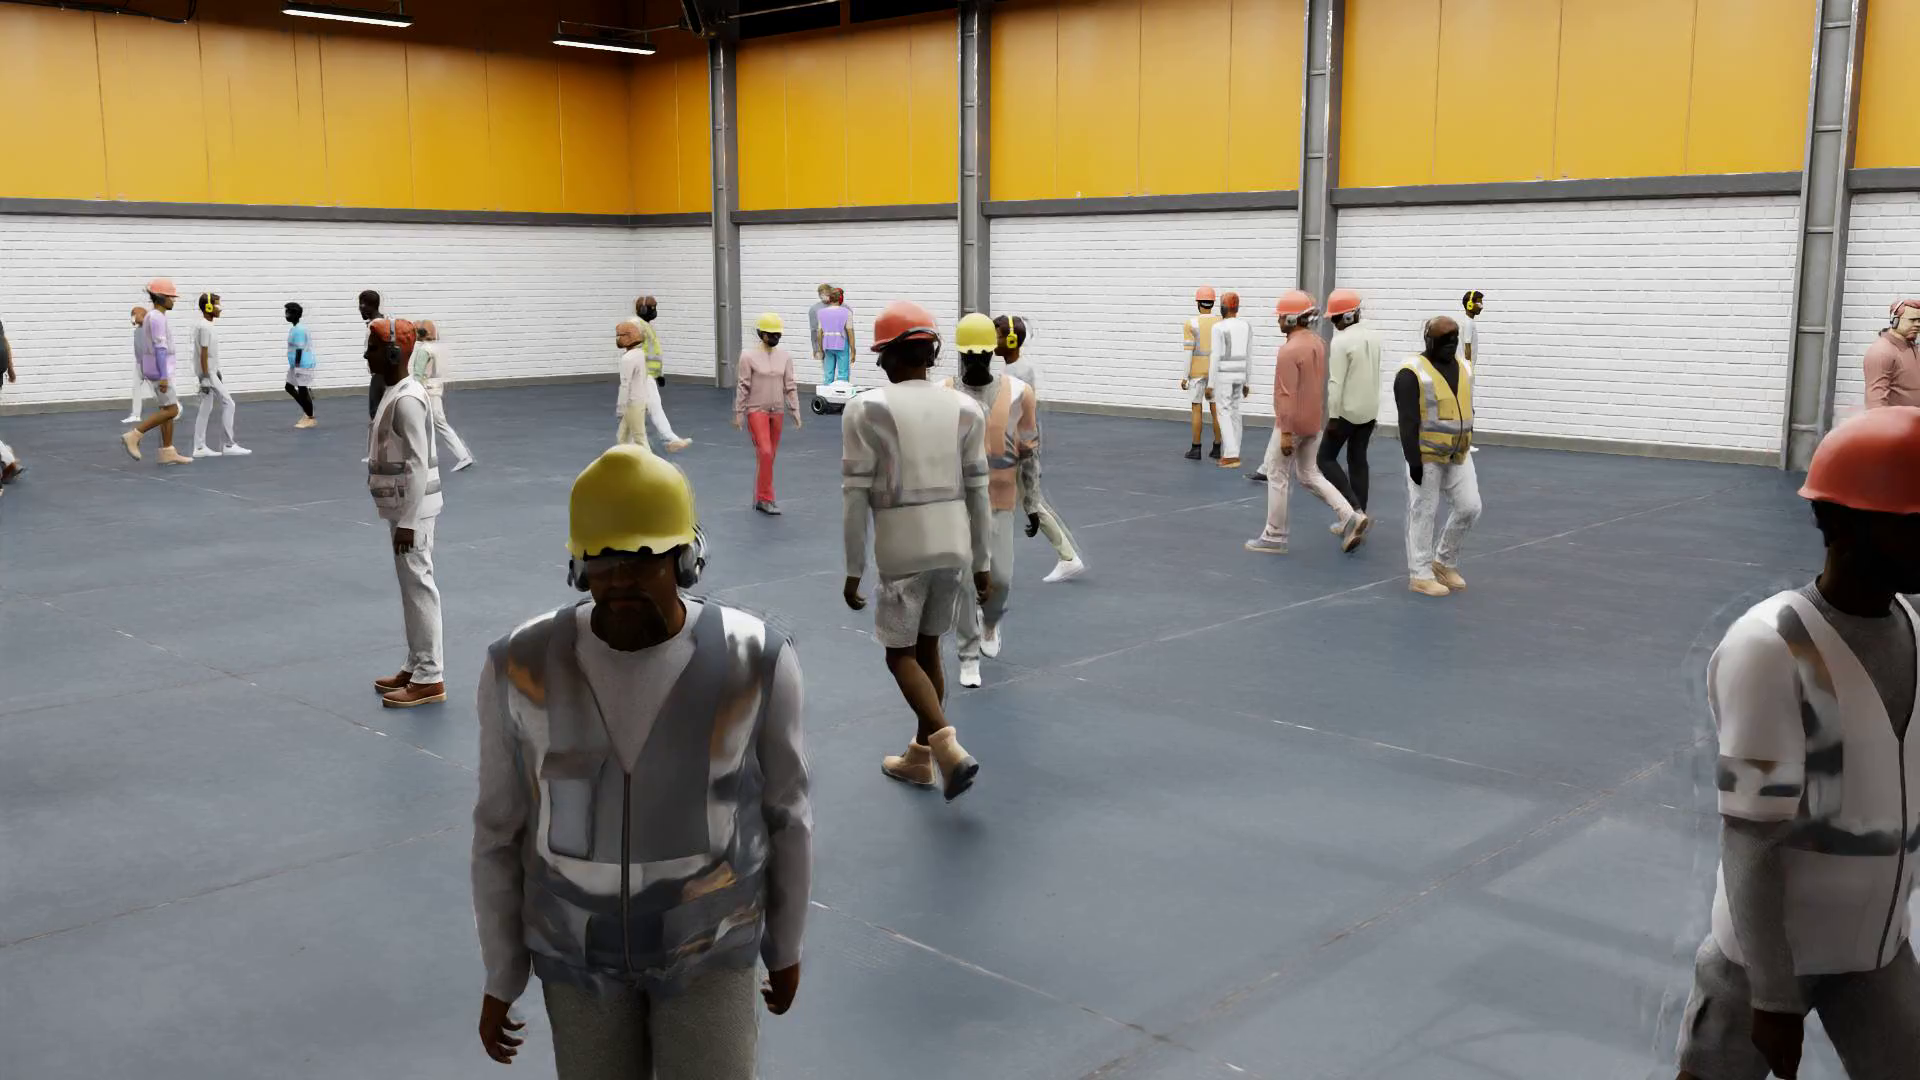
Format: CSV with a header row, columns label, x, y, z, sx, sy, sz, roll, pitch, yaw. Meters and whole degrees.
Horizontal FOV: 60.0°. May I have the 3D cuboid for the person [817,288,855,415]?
label,x,y,z,sx,sy,sz,roll,pitch,yaw
person,-1.800,-2.740,24.203,0.564,1.847,0.388,4,10,21

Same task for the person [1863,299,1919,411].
label,x,y,z,sx,sy,sz,roll,pitch,yaw
person,6.710,-0.769,11.950,0.643,1.905,0.400,-9,13,-42

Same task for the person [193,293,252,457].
label,x,y,z,sx,sy,sz,roll,pitch,yaw
person,-8.356,-1.855,18.780,0.756,1.841,0.559,-5,10,-27

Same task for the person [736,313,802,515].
label,x,y,z,sx,sy,sz,roll,pitch,yaw
person,-1.605,-1.077,14.319,0.545,1.735,0.727,-8,12,-39

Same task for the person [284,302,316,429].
label,x,y,z,sx,sy,sz,roll,pitch,yaw
person,-8.754,-2.306,22.008,0.372,1.681,0.546,-5,10,-27

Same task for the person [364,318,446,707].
label,x,y,z,sx,sy,sz,roll,pitch,yaw
person,-2.709,-0.133,8.112,0.355,1.883,0.572,-4,10,-22

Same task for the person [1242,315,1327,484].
label,x,y,z,sx,sy,sz,roll,pitch,yaw
person,3.289,-1.403,16.206,0.933,1.787,0.586,0,9,-2

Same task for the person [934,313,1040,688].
label,x,y,z,sx,sy,sz,roll,pitch,yaw
person,0.102,-0.215,8.548,0.624,1.900,0.640,0,9,-3

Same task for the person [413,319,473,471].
label,x,y,z,sx,sy,sz,roll,pitch,yaw
person,-5.525,-1.506,17.376,0.842,1.601,0.510,-2,9,-10

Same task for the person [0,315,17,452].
label,x,y,z,sx,sy,sz,roll,pitch,yaw
person,-11.041,-1.985,18.981,0.804,2.000,0.704,3,10,15

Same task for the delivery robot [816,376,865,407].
label,x,y,z,sx,sy,sz,roll,pitch,yaw
delivery robot,-1.737,-2.141,24.198,0.707,0.478,0.477,6,11,32

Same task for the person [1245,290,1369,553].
label,x,y,z,sx,sy,sz,roll,pitch,yaw
person,2.568,-0.853,12.266,0.836,1.972,0.629,7,12,39

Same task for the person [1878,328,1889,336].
label,x,y,z,sx,sy,sz,roll,pitch,yaw
person,7.158,-0.789,12.721,0.420,1.685,0.546,-1,9,-6

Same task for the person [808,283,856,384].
label,x,y,z,sx,sy,sz,roll,pitch,yaw
person,-1.948,-2.938,25.276,0.727,1.903,0.410,-3,10,-16

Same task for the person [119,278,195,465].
label,x,y,z,sx,sy,sz,roll,pitch,yaw
person,-8.634,-1.787,17.824,0.660,2.022,0.630,-5,11,-28

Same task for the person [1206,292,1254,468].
label,x,y,z,sx,sy,sz,roll,pitch,yaw
person,2.886,-1.712,17.819,0.590,1.887,0.400,-7,11,-35

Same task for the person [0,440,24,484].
label,x,y,z,sx,sy,sz,roll,pitch,yaw
person,-9.710,-1.484,16.390,0.967,1.904,0.626,1,9,4

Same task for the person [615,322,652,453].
label,x,y,z,sx,sy,sz,roll,pitch,yaw
person,-3.203,-1.276,15.916,0.652,1.605,0.536,0,9,3

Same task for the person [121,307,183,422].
label,x,y,z,sx,sy,sz,roll,pitch,yaw
person,-11.293,-2.450,23.178,0.509,1.603,0.783,7,11,35

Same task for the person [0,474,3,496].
label,x,y,z,sx,sy,sz,roll,pitch,yaw
person,-9.150,-1.373,15.480,0.368,1.959,0.602,-4,10,-23

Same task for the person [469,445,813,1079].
label,x,y,z,sx,sy,sz,roll,pitch,yaw
person,-0.570,0.732,3.002,0.592,1.819,0.418,0,9,-1

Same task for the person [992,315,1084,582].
label,x,y,z,sx,sy,sz,roll,pitch,yaw
person,0.382,-0.599,11.164,0.979,1.825,0.538,-1,9,-4

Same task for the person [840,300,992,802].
label,x,y,z,sx,sy,sz,roll,pitch,yaw
person,-0.134,0.064,6.553,0.633,2.009,0.770,-5,11,-29

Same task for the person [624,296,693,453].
label,x,y,z,sx,sy,sz,roll,pitch,yaw
person,-3.519,-1.894,19.140,0.927,1.799,0.648,0,9,0

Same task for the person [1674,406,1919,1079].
label,x,y,z,sx,sy,sz,roll,pitch,yaw
person,1.579,0.700,2.998,0.568,1.883,0.985,-4,10,-24

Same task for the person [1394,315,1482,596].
label,x,y,z,sx,sy,sz,roll,pitch,yaw
person,3.096,-0.535,10.768,0.637,1.824,0.454,-5,10,-26

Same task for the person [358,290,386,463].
label,x,y,z,sx,sy,sz,roll,pitch,yaw
person,-6.249,-1.772,18.111,0.542,1.895,0.631,-2,9,-11

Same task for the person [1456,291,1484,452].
label,x,y,z,sx,sy,sz,roll,pitch,yaw
person,5.903,-1.963,19.388,0.313,1.864,0.530,1,9,7

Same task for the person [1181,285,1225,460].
label,x,y,z,sx,sy,sz,roll,pitch,yaw
person,2.720,-1.863,18.549,0.551,1.934,0.373,-2,10,-15

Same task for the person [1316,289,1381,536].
label,x,y,z,sx,sy,sz,roll,pitch,yaw
person,3.093,-0.998,13.173,0.646,1.959,0.429,-8,12,-41
